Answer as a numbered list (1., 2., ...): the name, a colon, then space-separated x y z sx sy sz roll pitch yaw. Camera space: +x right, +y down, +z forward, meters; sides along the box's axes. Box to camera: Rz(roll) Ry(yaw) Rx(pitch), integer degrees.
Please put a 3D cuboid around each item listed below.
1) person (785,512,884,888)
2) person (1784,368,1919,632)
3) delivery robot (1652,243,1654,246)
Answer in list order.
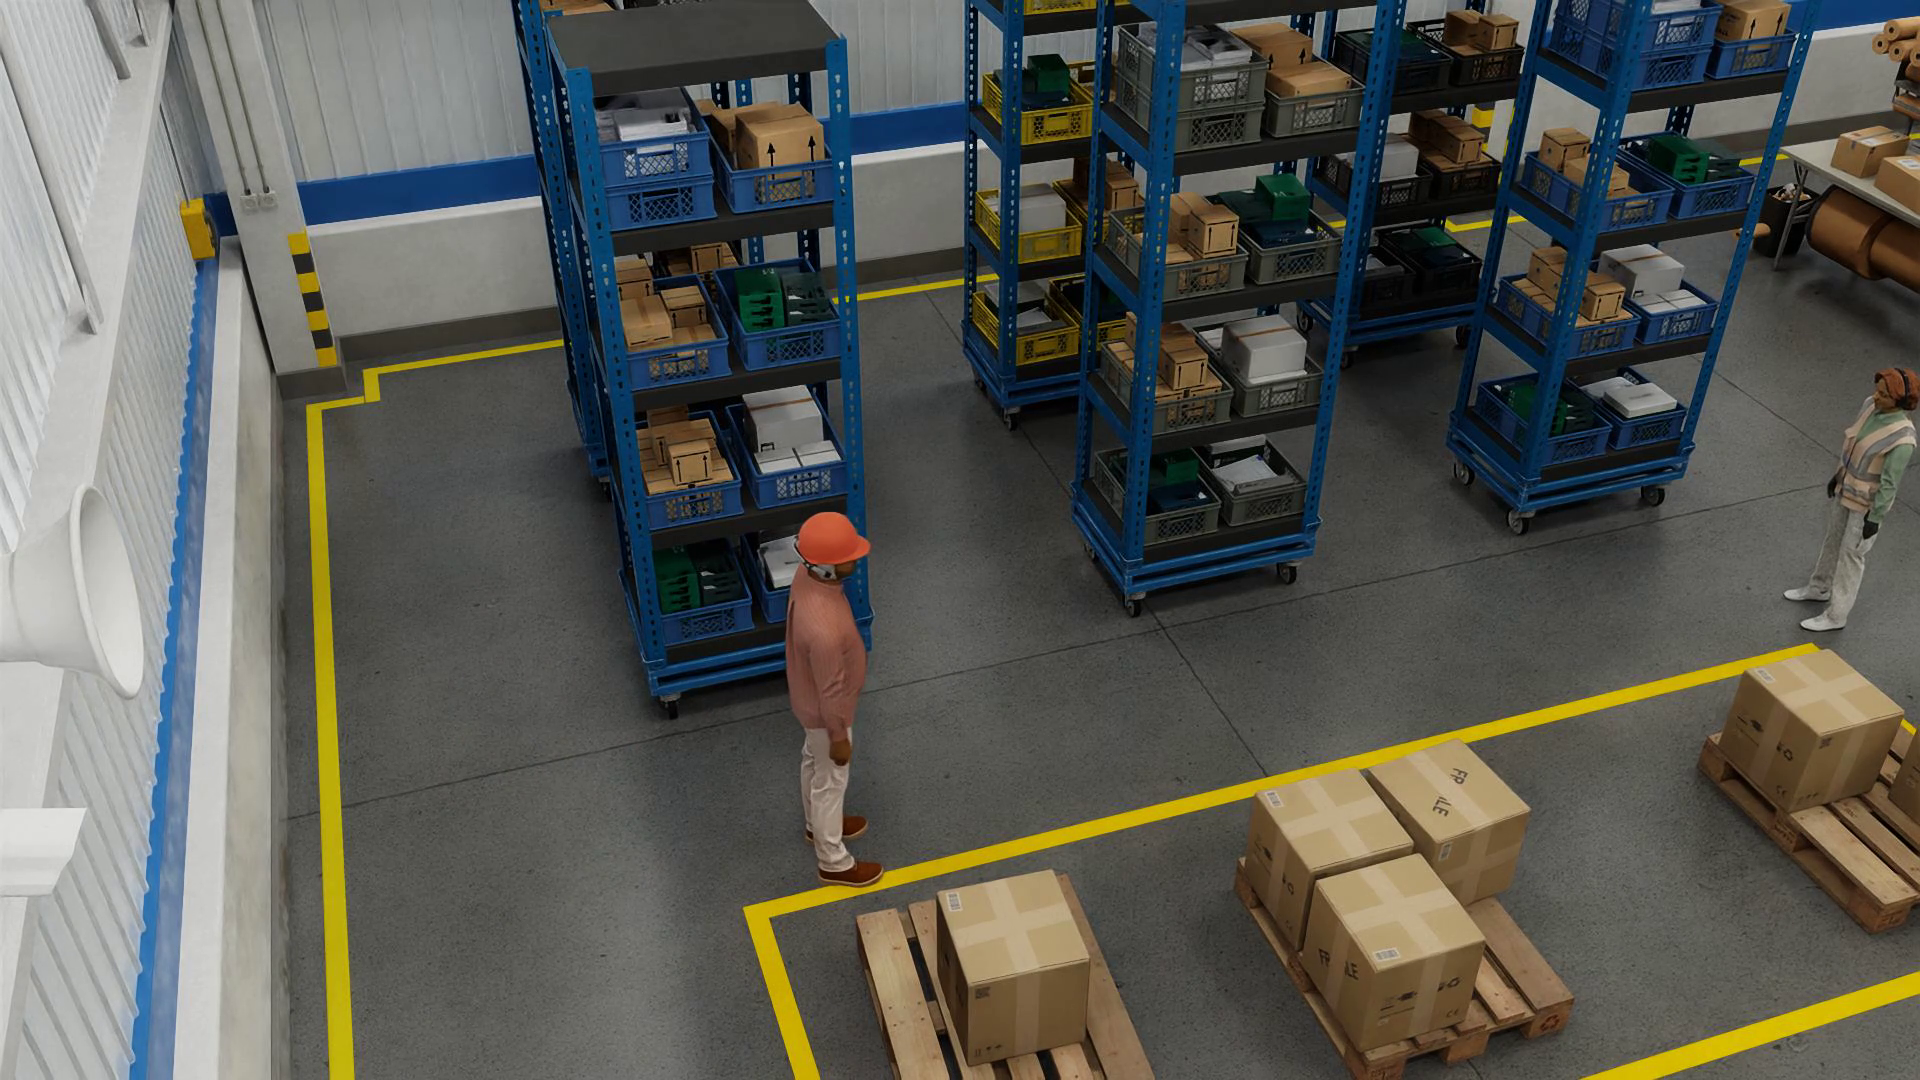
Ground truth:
1. person: -0.579 0.714 7.535 0.392 1.995 0.612 -7 36 -10
2. person: 4.969 -0.225 9.181 0.312 1.633 0.518 2 35 3
3. delivery robot: 5.196 -2.487 13.235 0.707 0.478 0.477 -10 36 -14
